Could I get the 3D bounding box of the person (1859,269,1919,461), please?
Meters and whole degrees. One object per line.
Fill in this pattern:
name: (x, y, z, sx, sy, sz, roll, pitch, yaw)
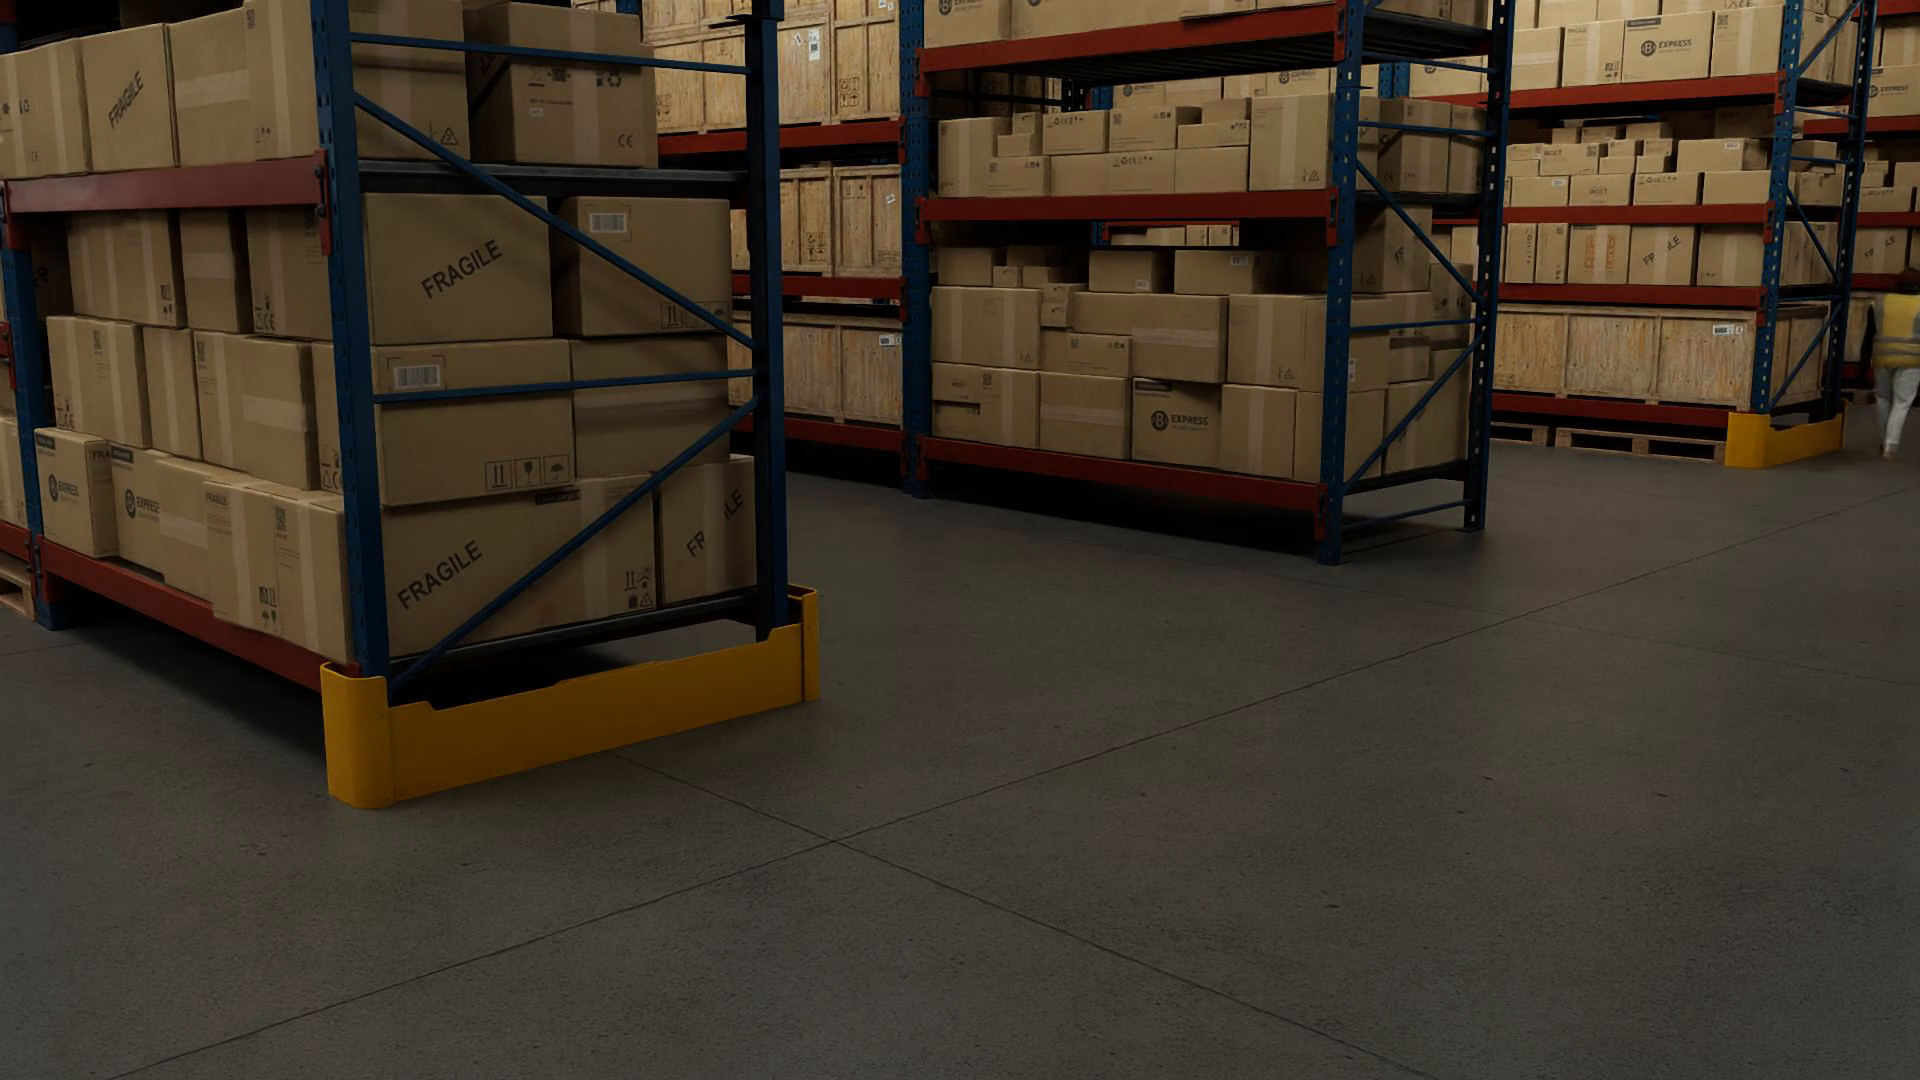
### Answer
person: (9.034, -1.676, 15.920, 0.662, 1.804, 0.894, 10, 14, 42)
